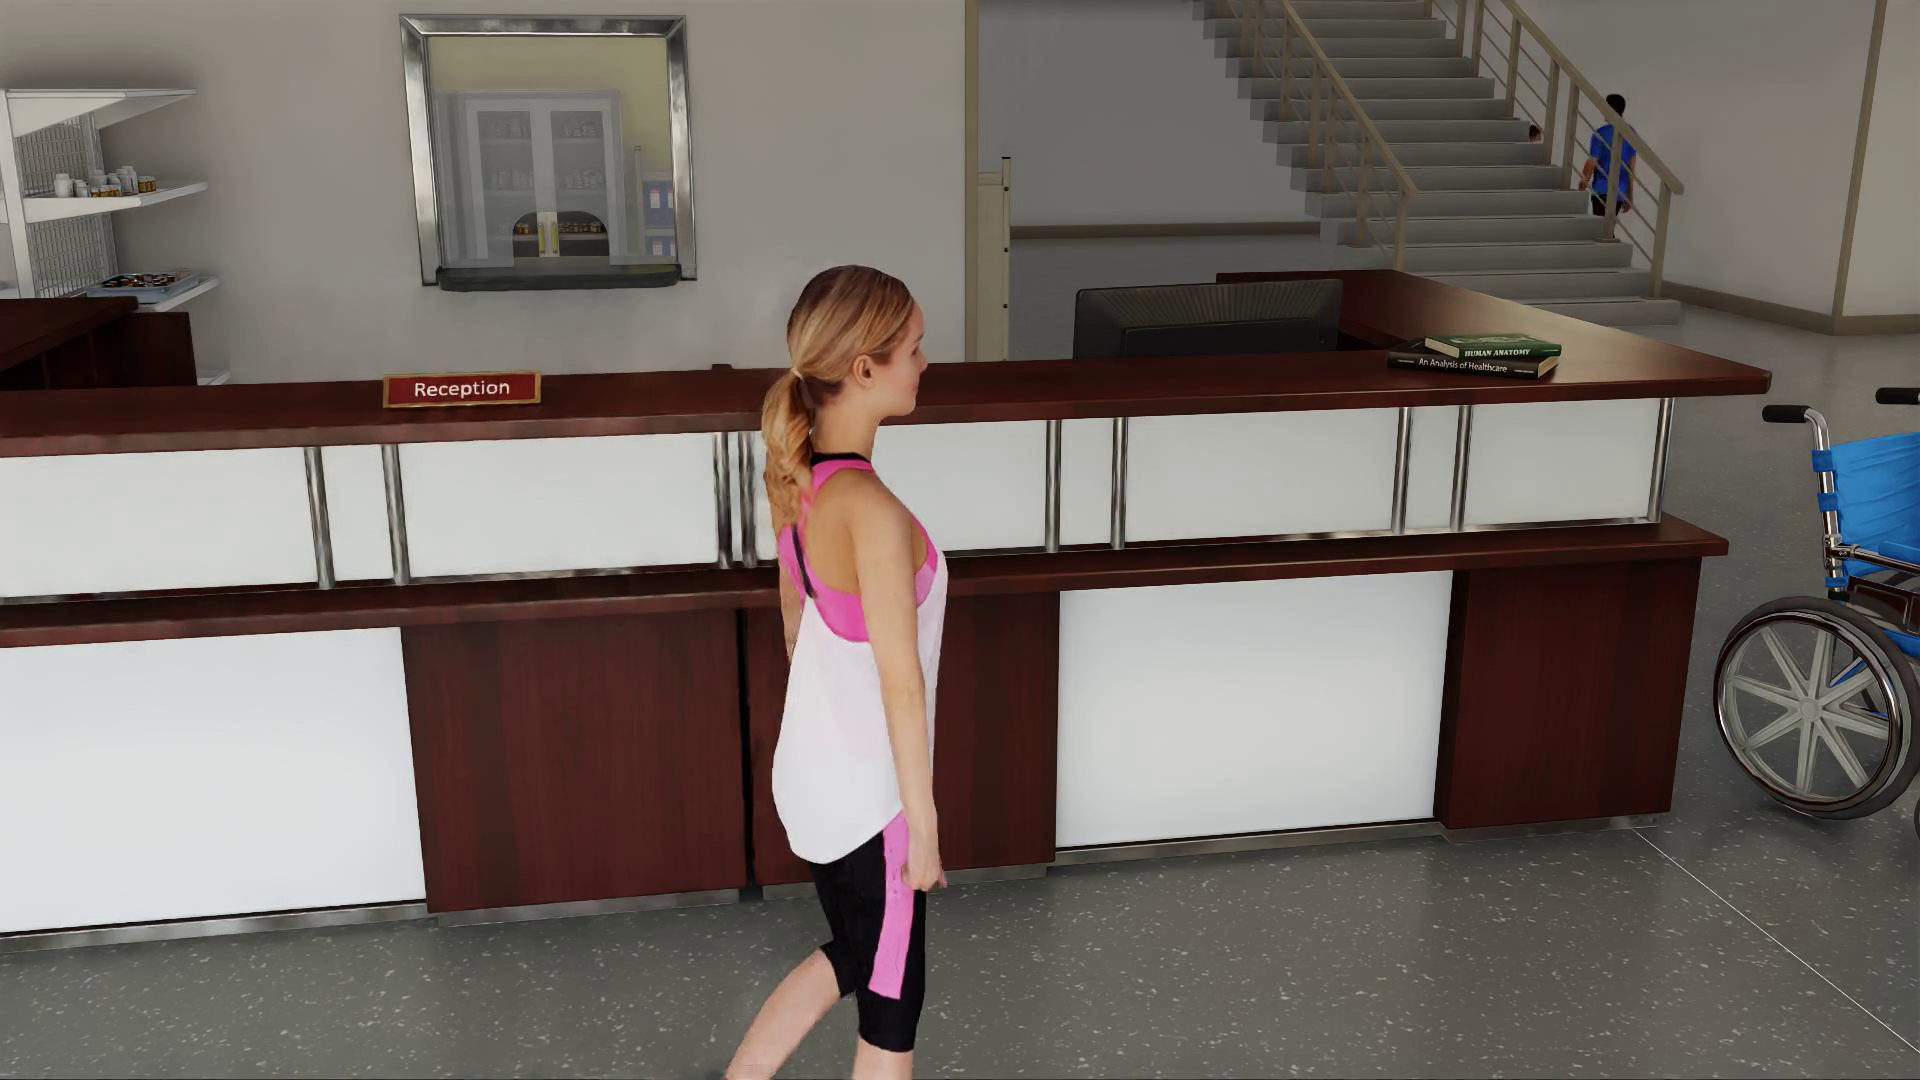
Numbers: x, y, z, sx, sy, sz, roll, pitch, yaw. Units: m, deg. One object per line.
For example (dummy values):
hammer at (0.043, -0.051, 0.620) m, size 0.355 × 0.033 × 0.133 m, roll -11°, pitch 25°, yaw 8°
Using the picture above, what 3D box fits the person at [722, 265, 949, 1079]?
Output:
person at (-0.252, 0.449, 2.747) m, size 0.840 × 1.776 × 0.865 m, roll -8°, pitch 18°, yaw -27°

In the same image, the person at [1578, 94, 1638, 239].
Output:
person at (6.128, -3.191, 15.554) m, size 0.749 × 1.833 × 1.125 m, roll -6°, pitch 17°, yaw -20°
